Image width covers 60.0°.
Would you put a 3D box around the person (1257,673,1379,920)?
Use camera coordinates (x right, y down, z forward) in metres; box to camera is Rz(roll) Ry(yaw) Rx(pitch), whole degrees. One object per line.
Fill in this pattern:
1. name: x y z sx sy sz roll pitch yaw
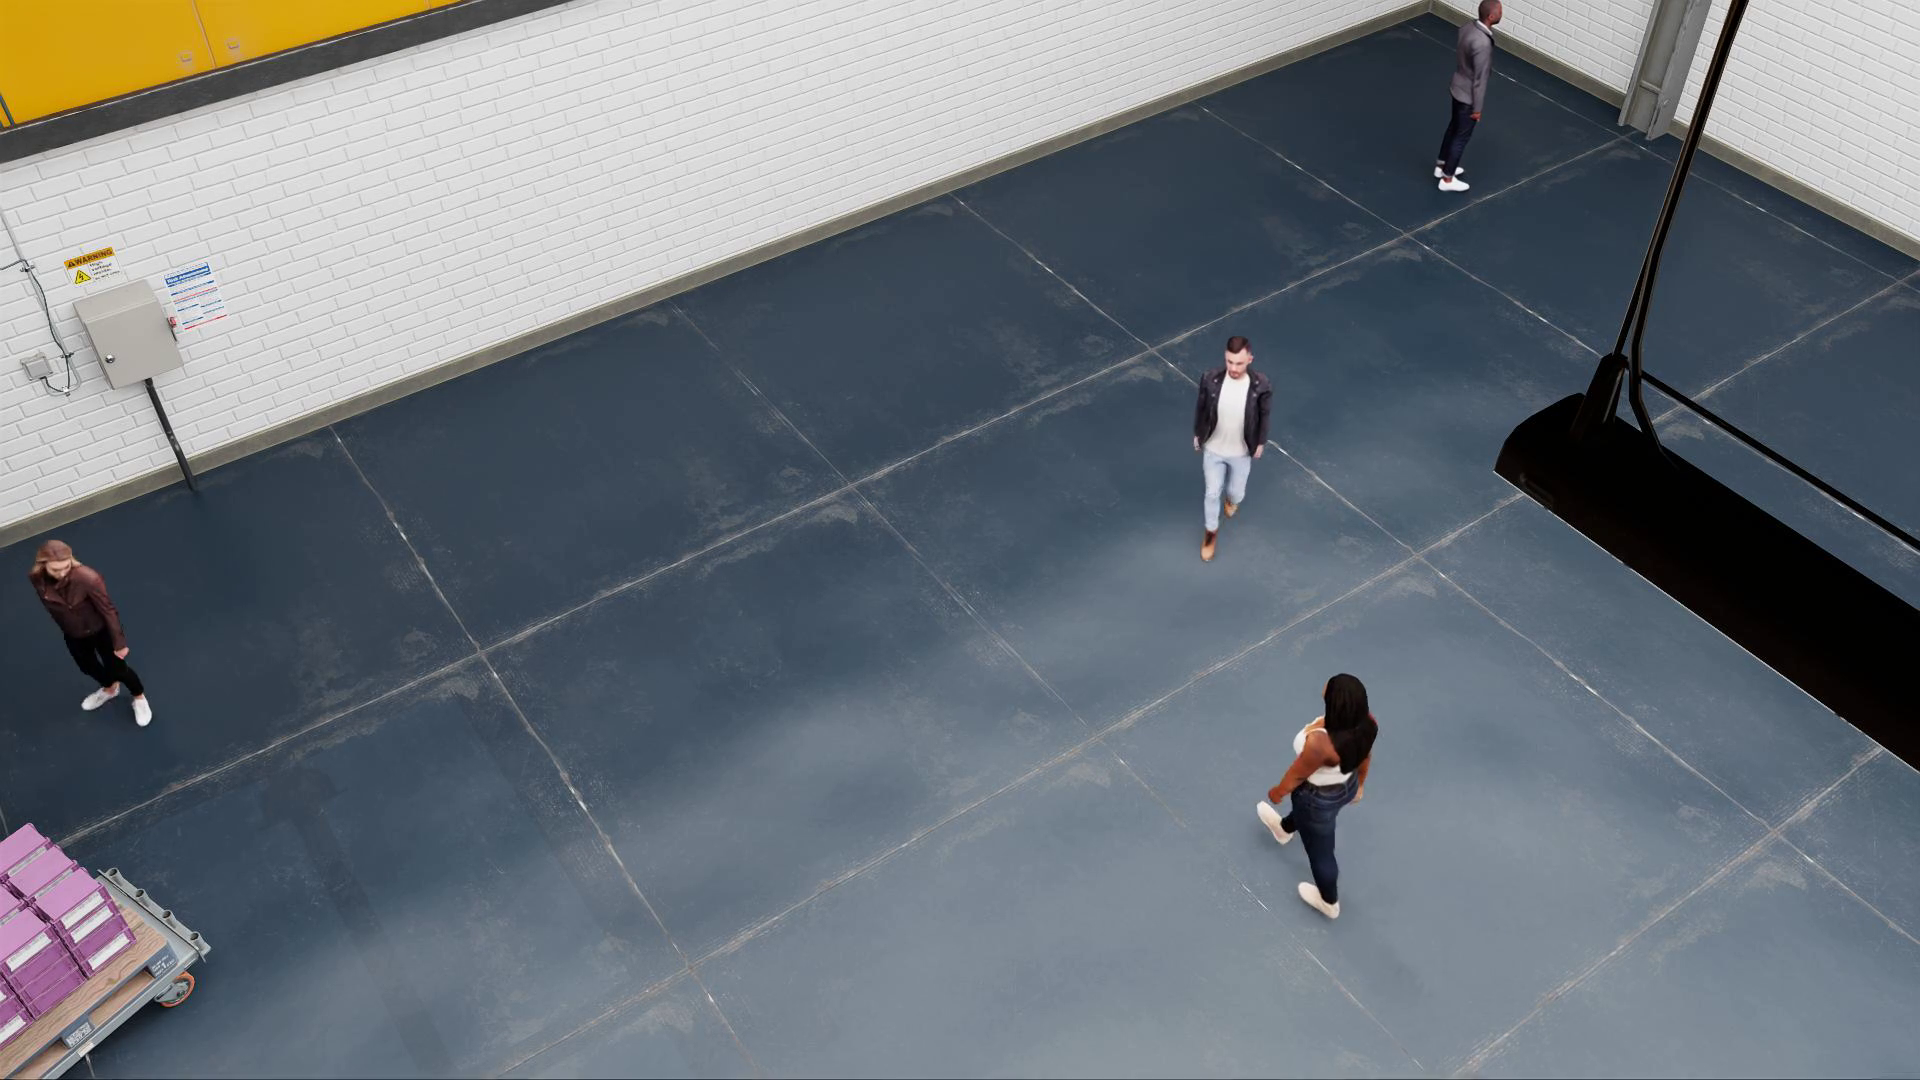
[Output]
1. person: 2.114 1.488 9.330 0.677 1.774 1.047 -30 51 -28

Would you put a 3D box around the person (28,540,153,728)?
1. person: -5.439 0.540 10.399 0.860 1.671 0.895 13 45 13

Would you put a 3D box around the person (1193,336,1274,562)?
1. person: 1.881 -0.700 11.594 0.958 1.819 1.004 10 45 11

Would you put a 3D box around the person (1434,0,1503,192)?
1. person: 4.600 -4.056 15.120 0.860 1.815 0.745 0 44 -1
